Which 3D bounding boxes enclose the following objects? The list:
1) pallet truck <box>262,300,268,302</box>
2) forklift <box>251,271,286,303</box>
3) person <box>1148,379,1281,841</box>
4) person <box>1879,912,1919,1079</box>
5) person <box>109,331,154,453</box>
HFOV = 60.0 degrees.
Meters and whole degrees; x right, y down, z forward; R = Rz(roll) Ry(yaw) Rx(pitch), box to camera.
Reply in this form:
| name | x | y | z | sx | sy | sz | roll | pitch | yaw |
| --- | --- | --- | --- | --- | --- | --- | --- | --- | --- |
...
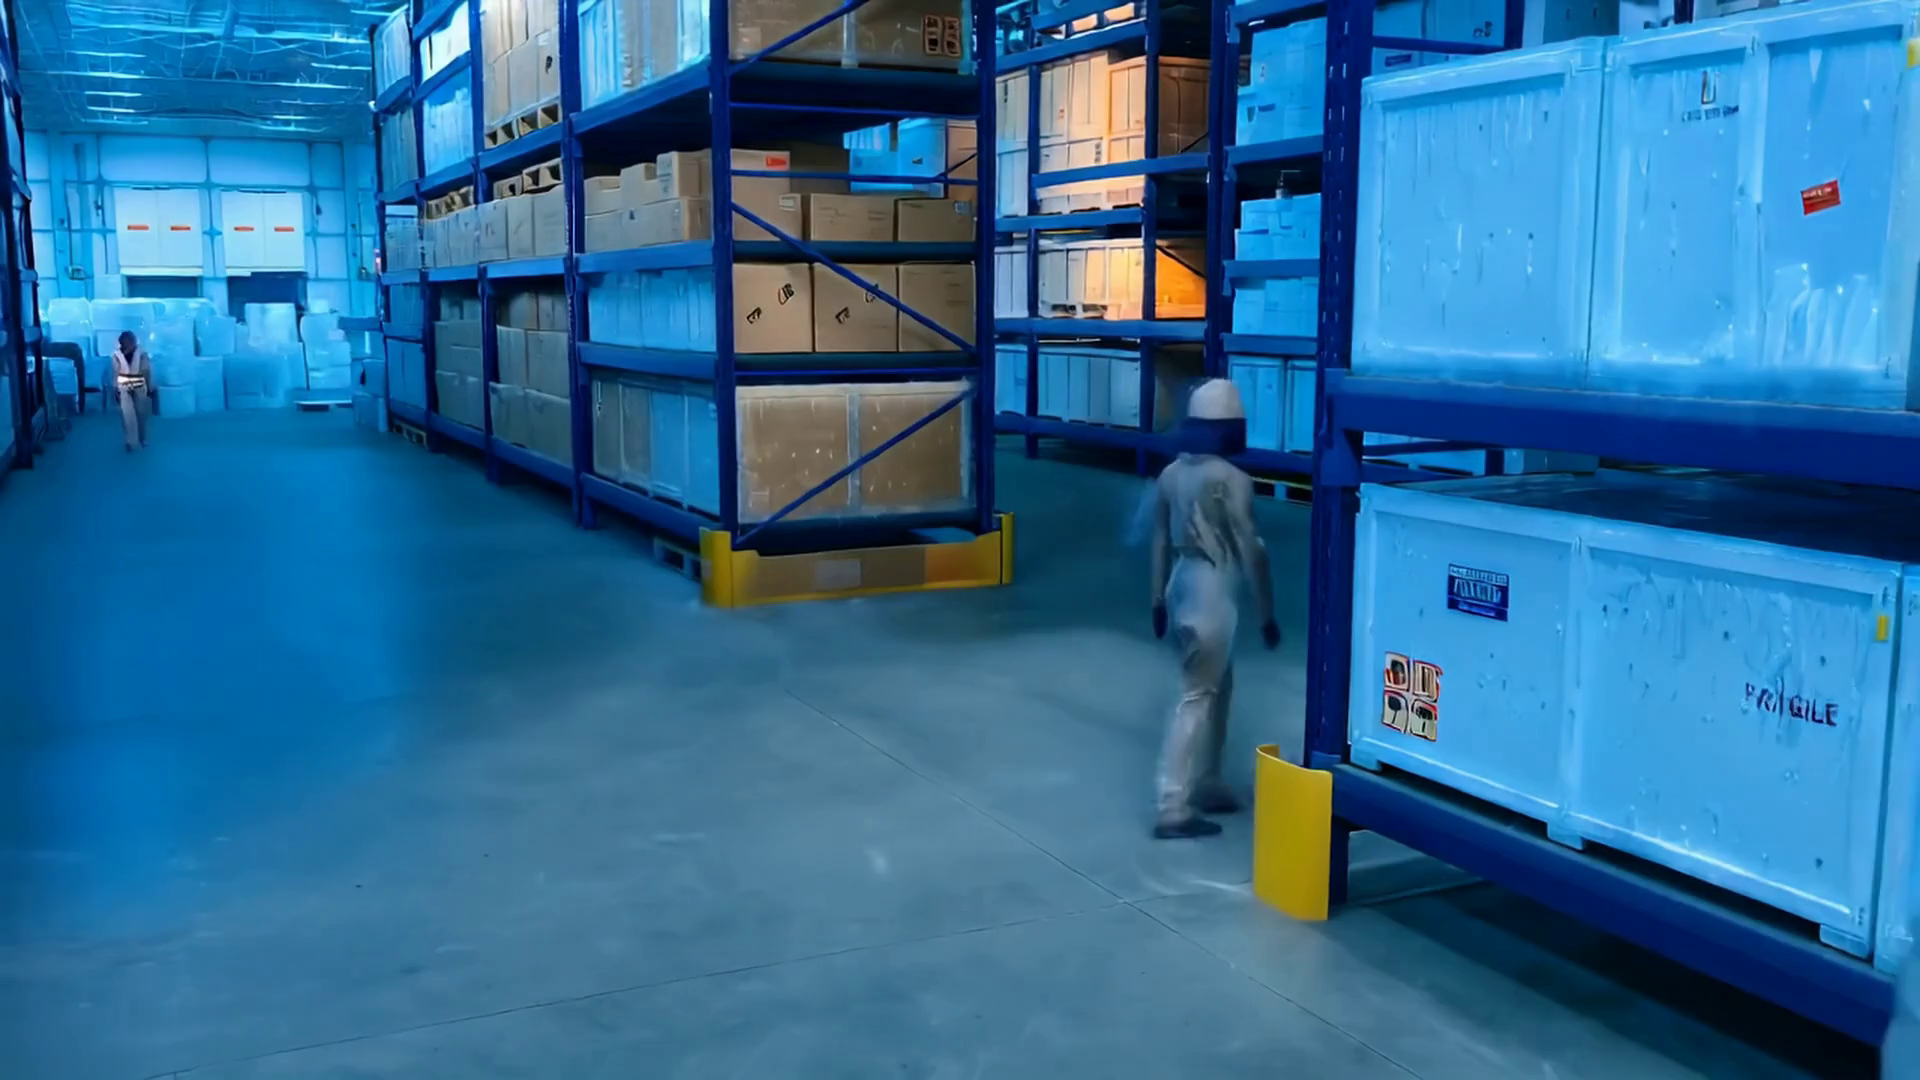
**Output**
| name | x | y | z | sx | sy | sz | roll | pitch | yaw |
| --- | --- | --- | --- | --- | --- | --- | --- | --- | --- |
| pallet truck | -23.913 | -7.404 | 58.171 | 1.885 | 1.965 | 0.823 | -1 | 8 | -9 |
| forklift | -20.376 | -6.535 | 49.152 | 1.873 | 2.768 | 1.129 | 6 | 10 | 35 |
| person | 0.970 | 0.262 | 6.265 | 0.622 | 1.724 | 0.497 | -4 | 9 | -26 |
| person | 1.389 | 0.804 | 1.932 | 0.650 | 1.892 | 0.675 | -3 | 9 | -19 |
| person | -11.012 | -1.982 | 22.133 | 0.514 | 1.606 | 0.810 | -4 | 9 | -25 |
